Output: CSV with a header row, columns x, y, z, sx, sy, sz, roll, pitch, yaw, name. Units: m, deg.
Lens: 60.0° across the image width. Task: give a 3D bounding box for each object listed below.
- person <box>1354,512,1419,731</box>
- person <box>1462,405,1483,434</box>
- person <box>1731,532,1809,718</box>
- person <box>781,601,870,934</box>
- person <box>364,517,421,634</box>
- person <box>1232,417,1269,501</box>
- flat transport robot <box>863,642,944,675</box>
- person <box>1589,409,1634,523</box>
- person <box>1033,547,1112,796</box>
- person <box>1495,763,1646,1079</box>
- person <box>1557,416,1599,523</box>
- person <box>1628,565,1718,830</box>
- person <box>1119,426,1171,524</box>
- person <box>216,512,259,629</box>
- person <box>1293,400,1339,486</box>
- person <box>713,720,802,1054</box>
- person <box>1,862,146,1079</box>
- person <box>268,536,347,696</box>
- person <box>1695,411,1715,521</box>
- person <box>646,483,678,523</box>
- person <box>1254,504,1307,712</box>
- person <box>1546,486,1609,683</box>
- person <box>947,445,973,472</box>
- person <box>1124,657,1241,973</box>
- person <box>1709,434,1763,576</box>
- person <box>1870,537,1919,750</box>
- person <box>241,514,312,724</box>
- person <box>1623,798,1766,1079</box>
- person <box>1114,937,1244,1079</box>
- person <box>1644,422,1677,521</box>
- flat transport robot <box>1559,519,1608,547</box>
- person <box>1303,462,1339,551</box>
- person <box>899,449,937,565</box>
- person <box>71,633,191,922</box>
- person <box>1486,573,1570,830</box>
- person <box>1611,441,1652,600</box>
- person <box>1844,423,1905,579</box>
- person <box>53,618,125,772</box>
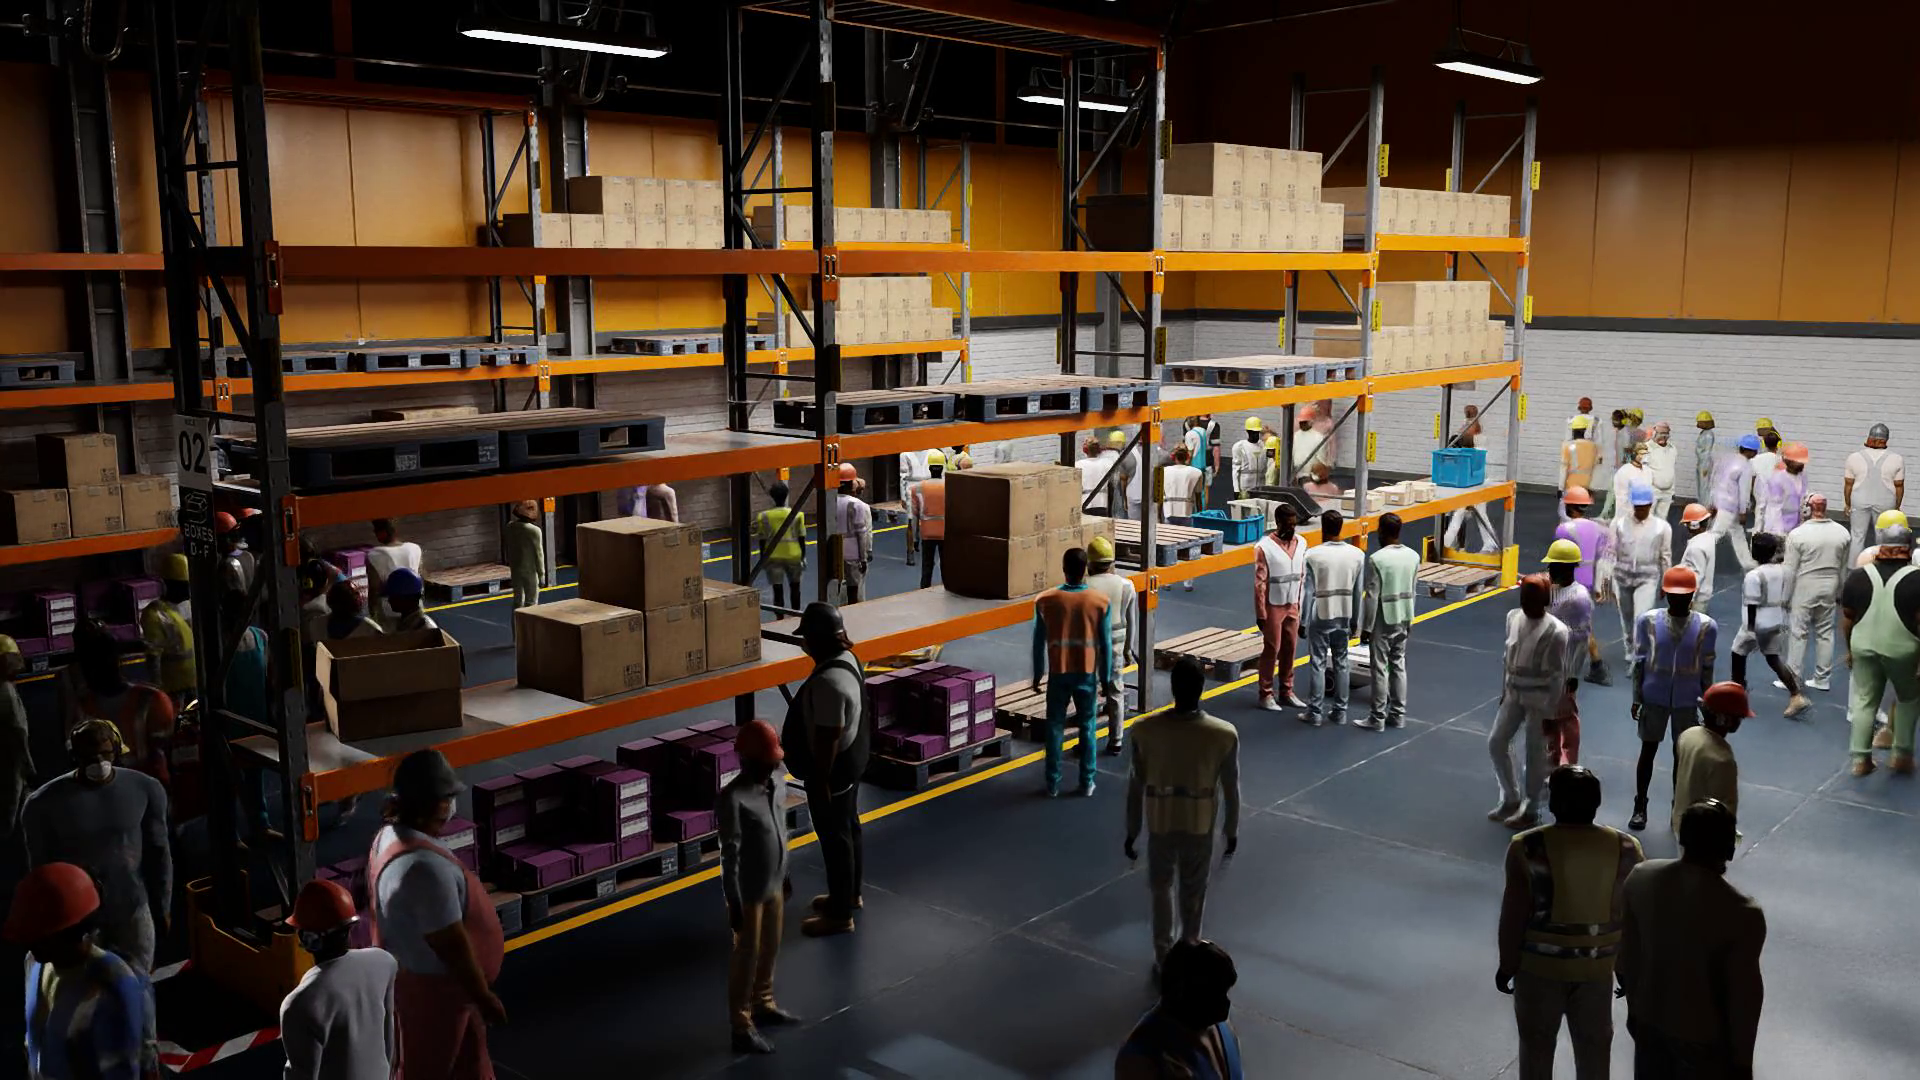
x,y,z,sx,sy,sz,roll,pitch,yaw,name
3.729,0.712,14.445,0.592,1.909,0.407,-7,12,-36,person
8.718,-1.484,28.395,0.529,1.629,0.338,-7,12,-36,person
7.221,0.754,14.872,0.537,1.669,0.800,-6,11,-31,person
-0.826,1.359,10.172,0.536,2.000,0.684,1,10,5,person
-5.134,0.656,15.034,0.699,1.817,0.601,9,13,42,person
4.048,-0.752,23.110,0.587,1.927,0.367,-5,11,-26,person
-0.559,1.122,16.856,0.652,0.197,1.431,1,9,5,flat transport robot
10.153,-1.102,25.533,0.957,1.818,0.549,0,10,2,person
0.858,1.011,12.668,0.594,1.907,0.413,0,10,-1,person
2.725,1.906,7.501,0.635,1.842,0.429,0,10,1,person
8.664,-0.781,23.316,0.602,1.913,0.485,-3,10,-18,person
5.069,1.129,11.848,0.543,1.939,0.360,4,10,21,person
2.427,-0.544,21.532,0.684,2.000,0.538,4,10,21,person
-5.999,0.770,13.711,0.385,2.035,0.605,-2,10,-9,person
5.702,-1.321,26.642,0.753,1.883,0.437,3,10,16,person
-1.027,1.773,8.641,0.339,1.737,0.607,5,11,25,person
-3.070,2.078,5.977,0.617,2.016,0.652,7,12,35,person
-5.410,0.871,13.788,0.627,1.803,0.855,1,10,4,person
11.667,-1.162,26.148,0.317,1.737,0.488,2,10,12,person
-3.492,-0.090,19.647,0.522,1.768,0.312,9,13,42,person
2.900,0.605,15.082,0.603,1.906,0.411,-6,11,-34,person
6.032,0.420,16.256,0.545,1.895,1.004,-5,11,-29,person
-0.020,-0.681,23.377,0.319,1.696,0.532,-6,11,-30,person
1.256,1.571,9.322,0.630,1.892,0.760,2,10,11,person
9.895,-0.431,21.401,1.019,1.879,0.613,2,10,9,person
8.020,0.813,13.663,0.973,1.998,0.612,7,12,34,person
-6.012,0.707,14.445,1.032,1.898,0.646,2,10,14,person
2.953,1.989,6.764,0.377,1.931,0.624,-5,11,-28,person
0.767,2.224,5.622,0.429,1.839,0.621,6,11,32,person
9.467,-0.651,22.576,0.651,1.904,0.403,-3,10,-19,person
9.095,-0.100,24.158,0.652,0.197,1.431,3,10,15,flat transport robot
4.532,-0.199,20.842,0.512,1.586,0.867,6,12,34,person
-0.530,-0.608,22.268,0.546,1.930,0.388,-2,10,-11,person
-4.898,1.471,9.924,0.669,1.914,0.989,0,10,-2,person
4.016,1.157,11.855,0.497,1.874,0.616,-5,11,-26,person
8.062,-0.223,19.919,0.635,1.939,0.361,-7,12,-37,person
11.571,-0.468,21.079,0.676,2.000,0.536,6,11,32,person
-5.444,1.402,10.518,0.501,1.840,0.347,2,10,14,person
